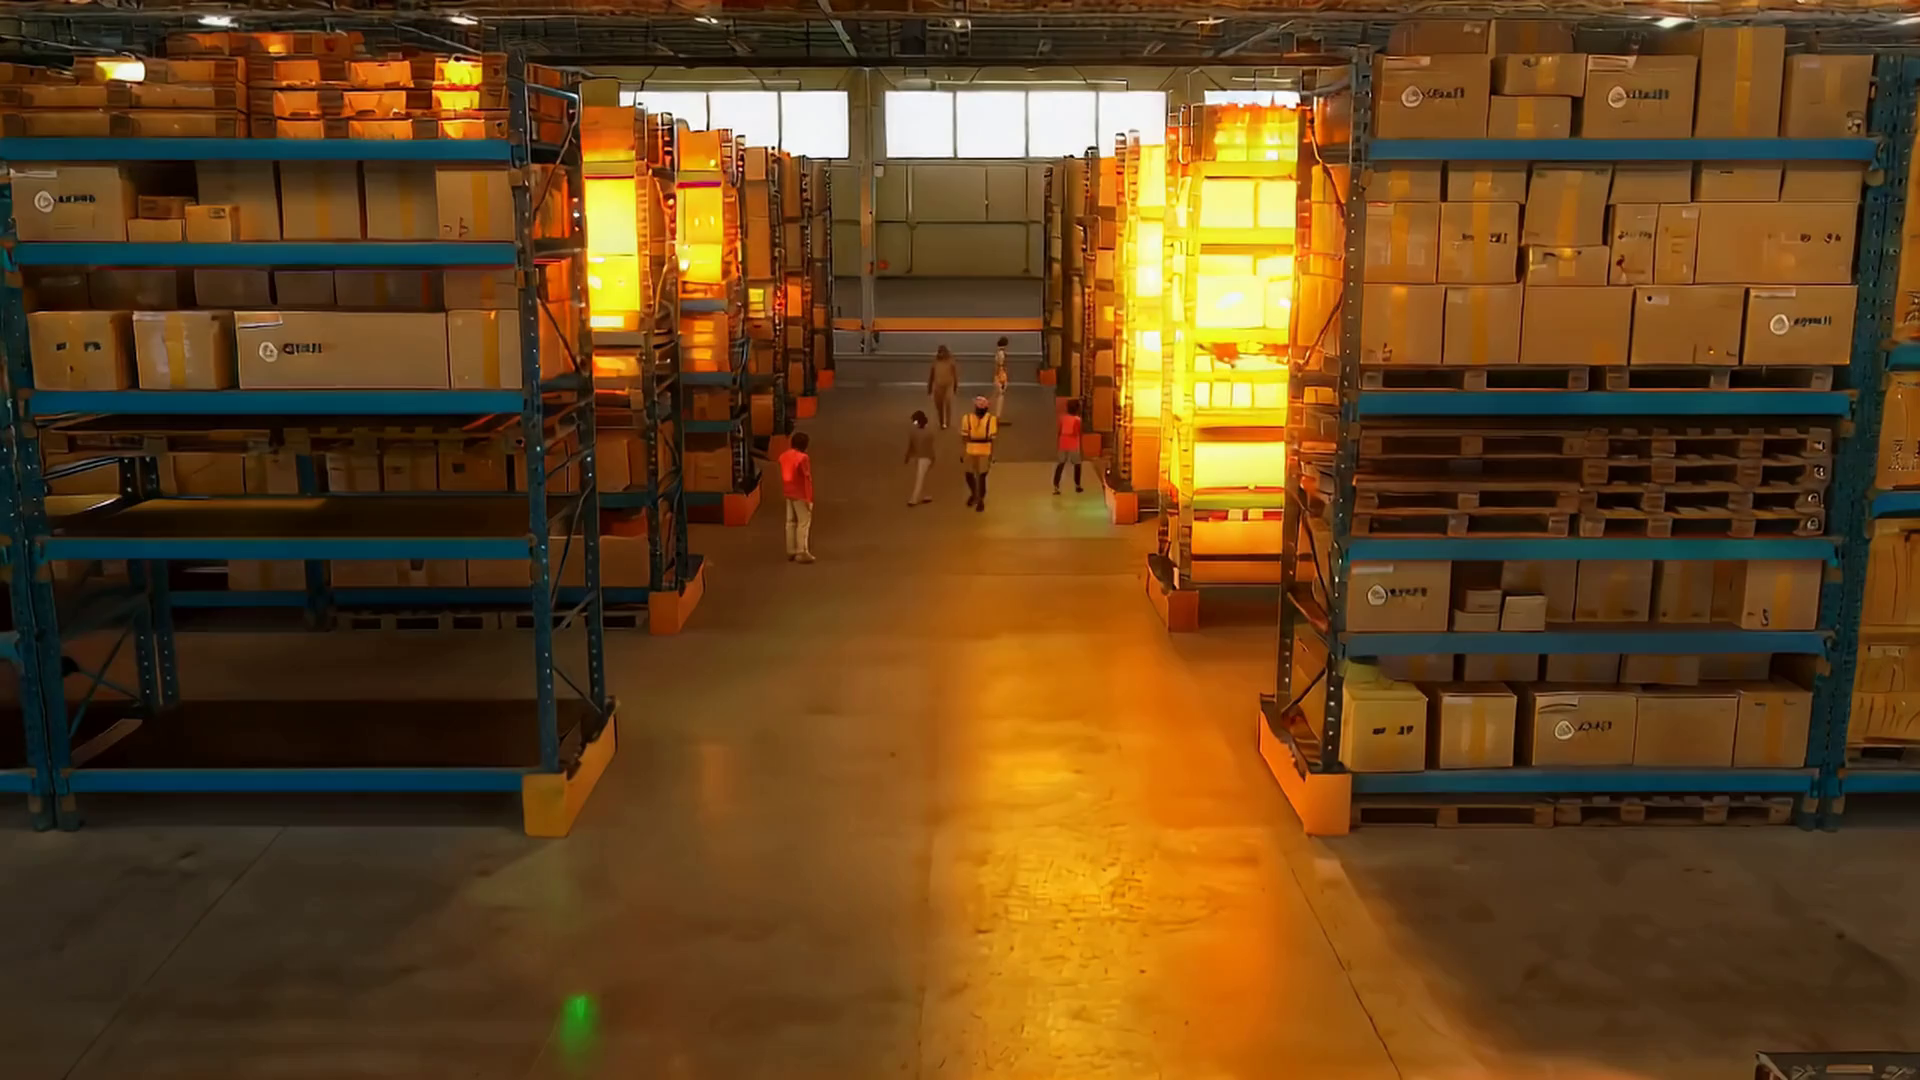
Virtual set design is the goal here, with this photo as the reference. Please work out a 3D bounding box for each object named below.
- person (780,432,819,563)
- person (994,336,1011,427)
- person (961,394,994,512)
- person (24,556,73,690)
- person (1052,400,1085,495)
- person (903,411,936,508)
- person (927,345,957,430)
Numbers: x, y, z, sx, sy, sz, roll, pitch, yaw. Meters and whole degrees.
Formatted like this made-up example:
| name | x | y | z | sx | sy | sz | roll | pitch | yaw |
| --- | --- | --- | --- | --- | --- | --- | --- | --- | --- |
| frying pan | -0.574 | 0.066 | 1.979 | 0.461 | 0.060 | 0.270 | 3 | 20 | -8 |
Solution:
| name | x | y | z | sx | sy | sz | roll | pitch | yaw |
| --- | --- | --- | --- | --- | --- | --- | --- | --- | --- |
| person | -2.235 | -0.597 | 23.246 | 0.429 | 1.843 | 0.630 | -9 | 15 | -38 |
| person | 0.965 | -3.584 | 37.551 | 0.374 | 2.044 | 0.608 | 0 | 11 | -2 |
| person | 0.282 | -1.424 | 27.162 | 0.560 | 1.918 | 0.440 | 3 | 12 | 16 |
| person | -8.790 | 0.952 | 15.947 | 0.500 | 1.674 | 0.550 | 0 | 11 | 0 |
| person | 1.872 | -1.594 | 28.667 | 0.545 | 1.647 | 0.868 | 7 | 13 | 32 |
| person | -0.705 | -1.325 | 27.466 | 0.834 | 1.591 | 0.536 | -11 | 16 | -43 |
| person | -0.399 | -3.369 | 36.903 | 0.651 | 1.879 | 0.818 | 1 | 11 | 3 |
